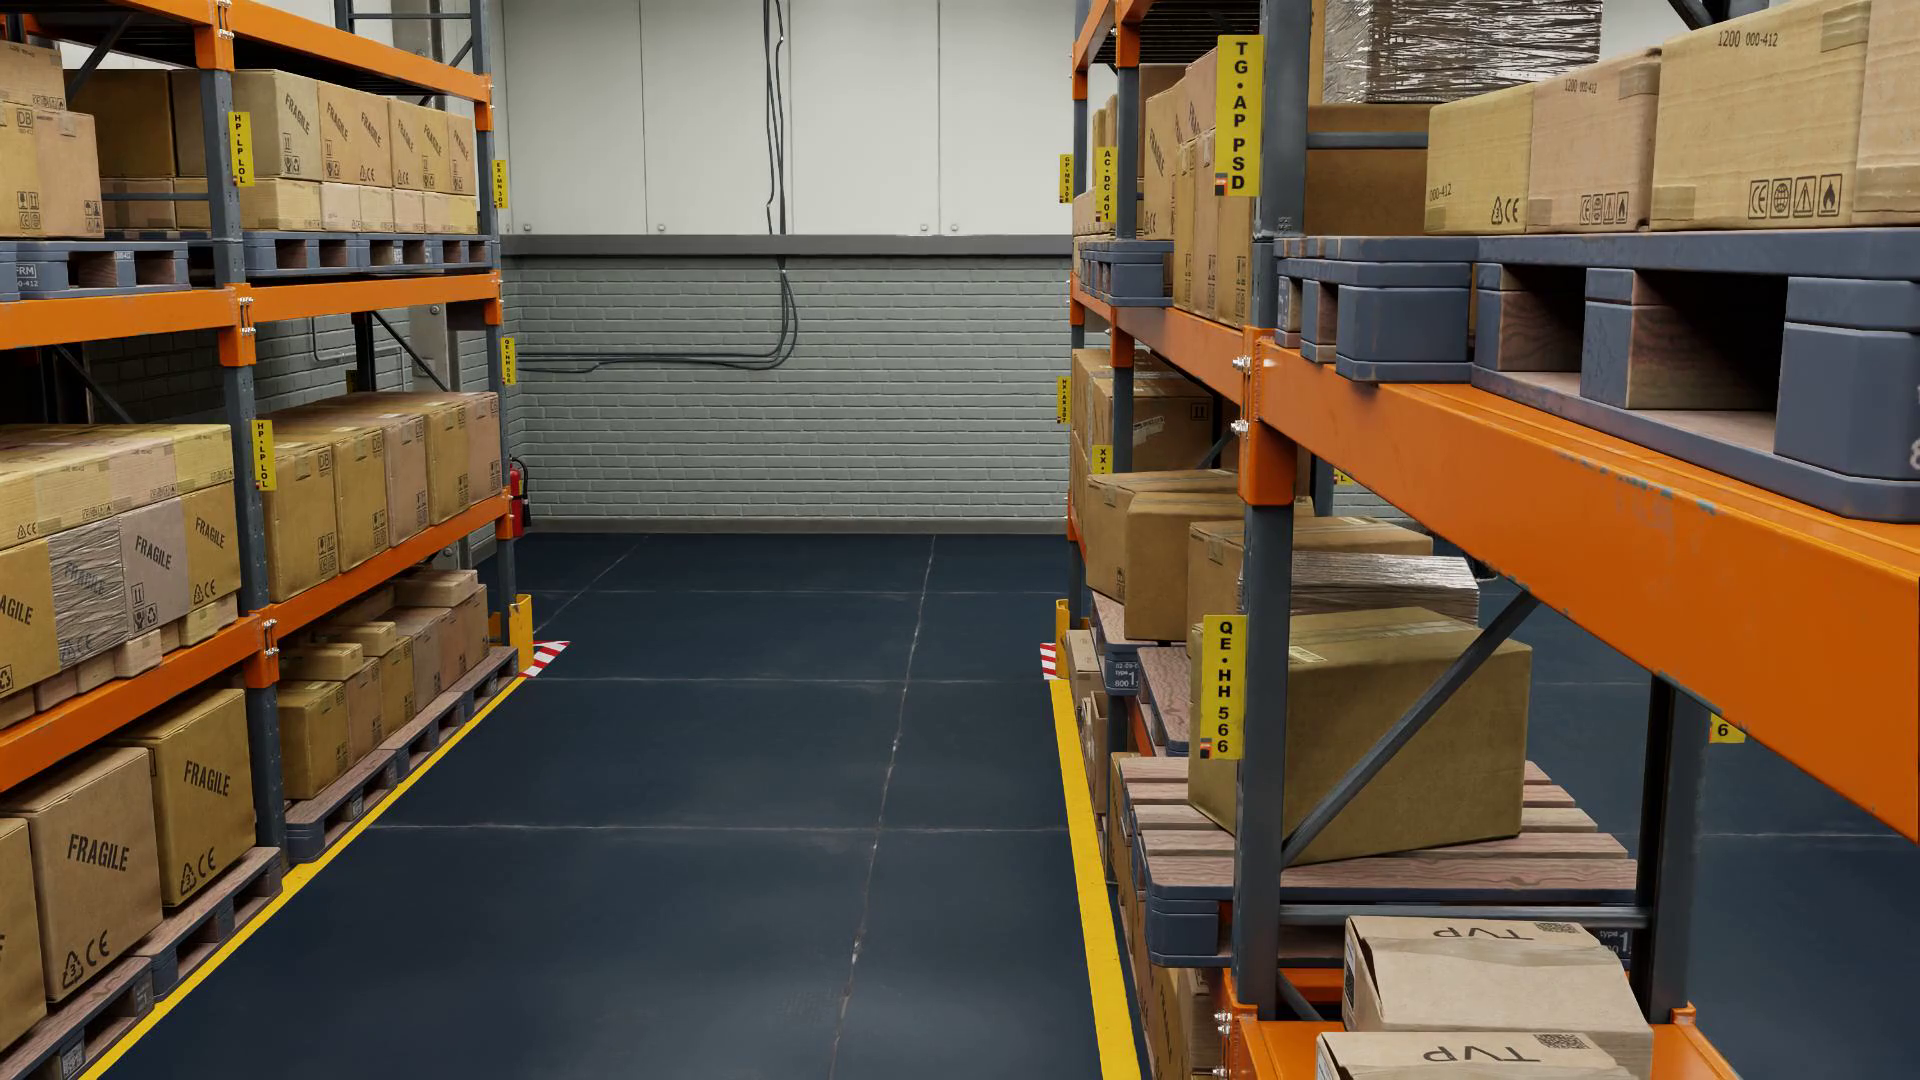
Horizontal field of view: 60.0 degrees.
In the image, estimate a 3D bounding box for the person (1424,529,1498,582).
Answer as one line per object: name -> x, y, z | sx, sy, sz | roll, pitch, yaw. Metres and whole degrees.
person -> 4.413, -0.541, 14.807 | 0.982, 1.926, 0.615 | -6, 12, -30
